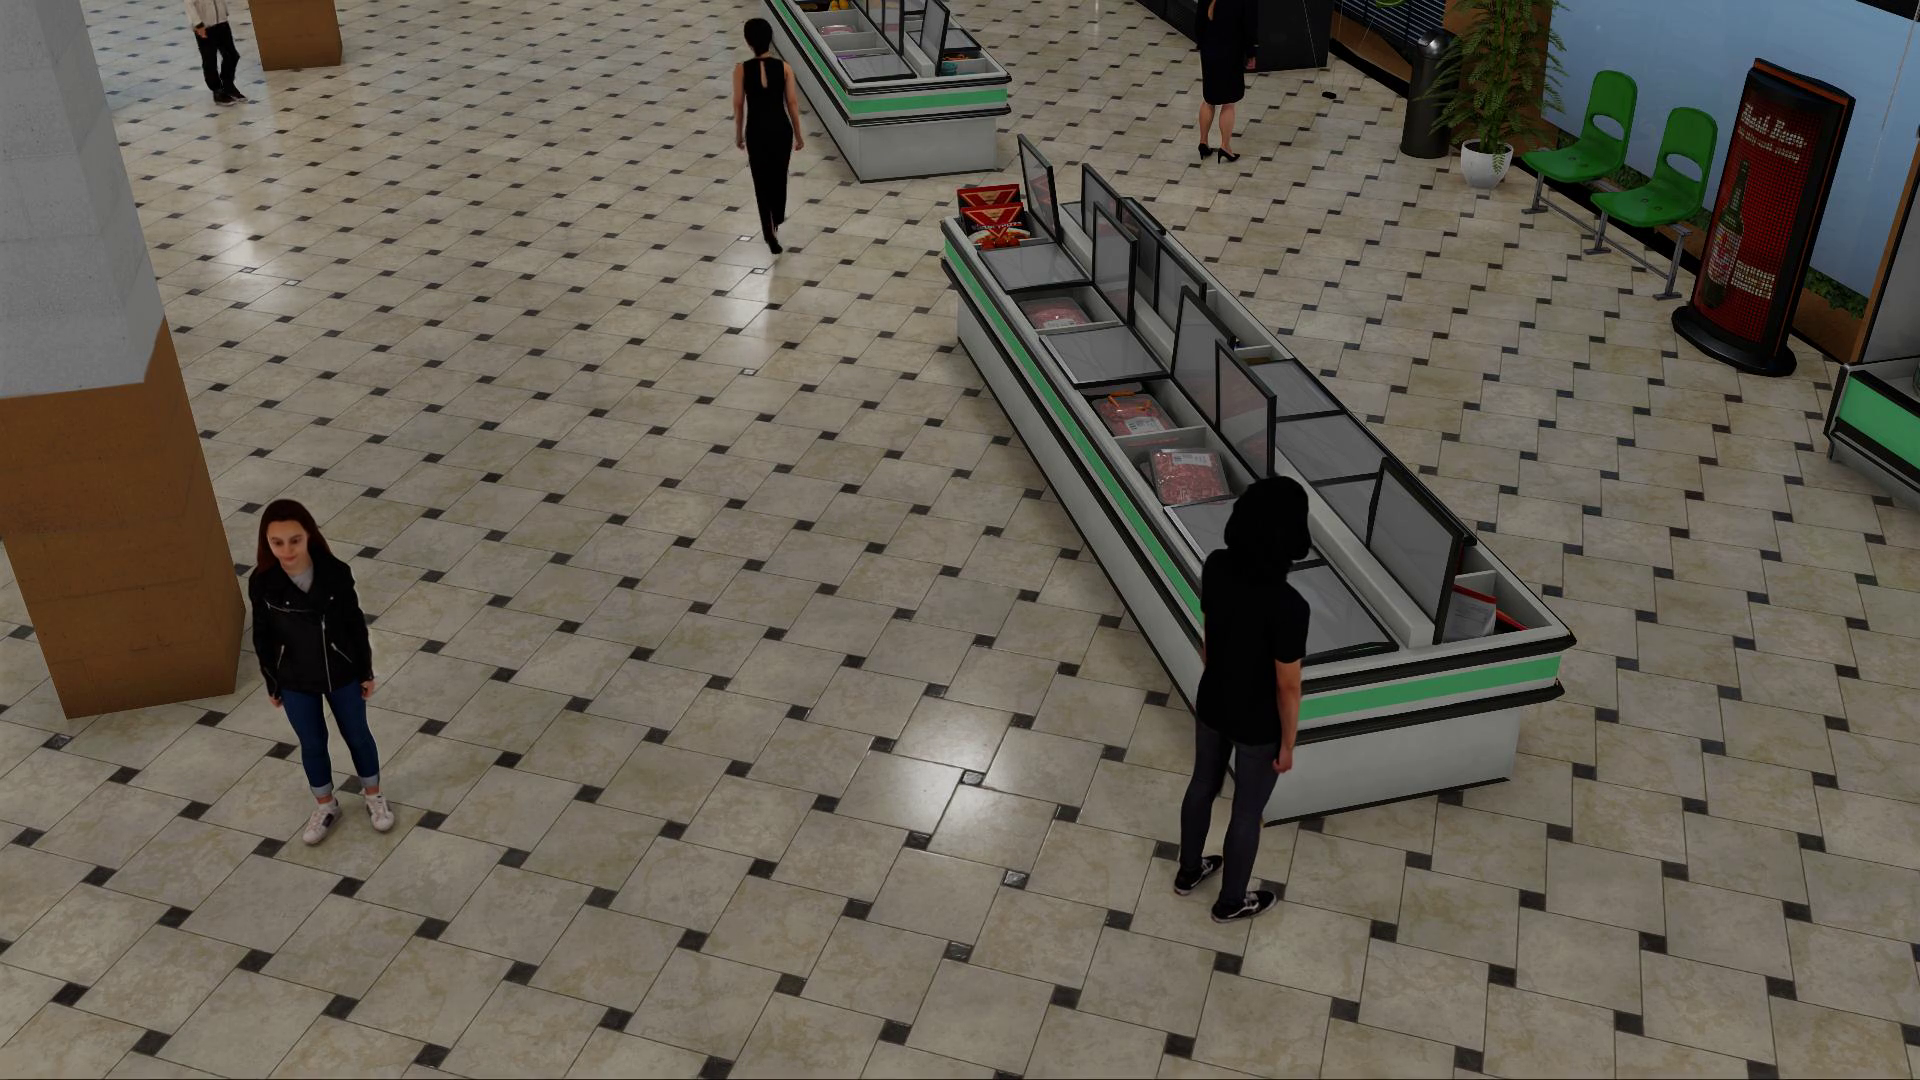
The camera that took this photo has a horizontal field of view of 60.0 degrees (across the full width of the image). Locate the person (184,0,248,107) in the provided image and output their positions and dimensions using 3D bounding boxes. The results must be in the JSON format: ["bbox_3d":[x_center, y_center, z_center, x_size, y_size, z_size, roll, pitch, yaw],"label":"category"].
[{"bbox_3d":[-6.578,-4.509,14.450,0.712,1.444,0.637,14,35,22],"label":"person"}]

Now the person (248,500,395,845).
[{"bbox_3d":[-2.457,0.495,6.370,0.556,1.485,0.509,-9,33,-14],"label":"person"}]

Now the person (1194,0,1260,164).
[{"bbox_3d":[2.079,-3.822,13.131,0.776,1.671,0.869,23,39,32],"label":"person"}]

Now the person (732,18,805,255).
[{"bbox_3d":[-1.315,-2.736,11.491,0.629,1.560,1.039,-7,33,-11],"label":"person"}]

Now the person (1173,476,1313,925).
[{"bbox_3d":[0.993,0.584,5.899,0.750,1.830,0.604,-23,39,-32],"label":"person"}]
